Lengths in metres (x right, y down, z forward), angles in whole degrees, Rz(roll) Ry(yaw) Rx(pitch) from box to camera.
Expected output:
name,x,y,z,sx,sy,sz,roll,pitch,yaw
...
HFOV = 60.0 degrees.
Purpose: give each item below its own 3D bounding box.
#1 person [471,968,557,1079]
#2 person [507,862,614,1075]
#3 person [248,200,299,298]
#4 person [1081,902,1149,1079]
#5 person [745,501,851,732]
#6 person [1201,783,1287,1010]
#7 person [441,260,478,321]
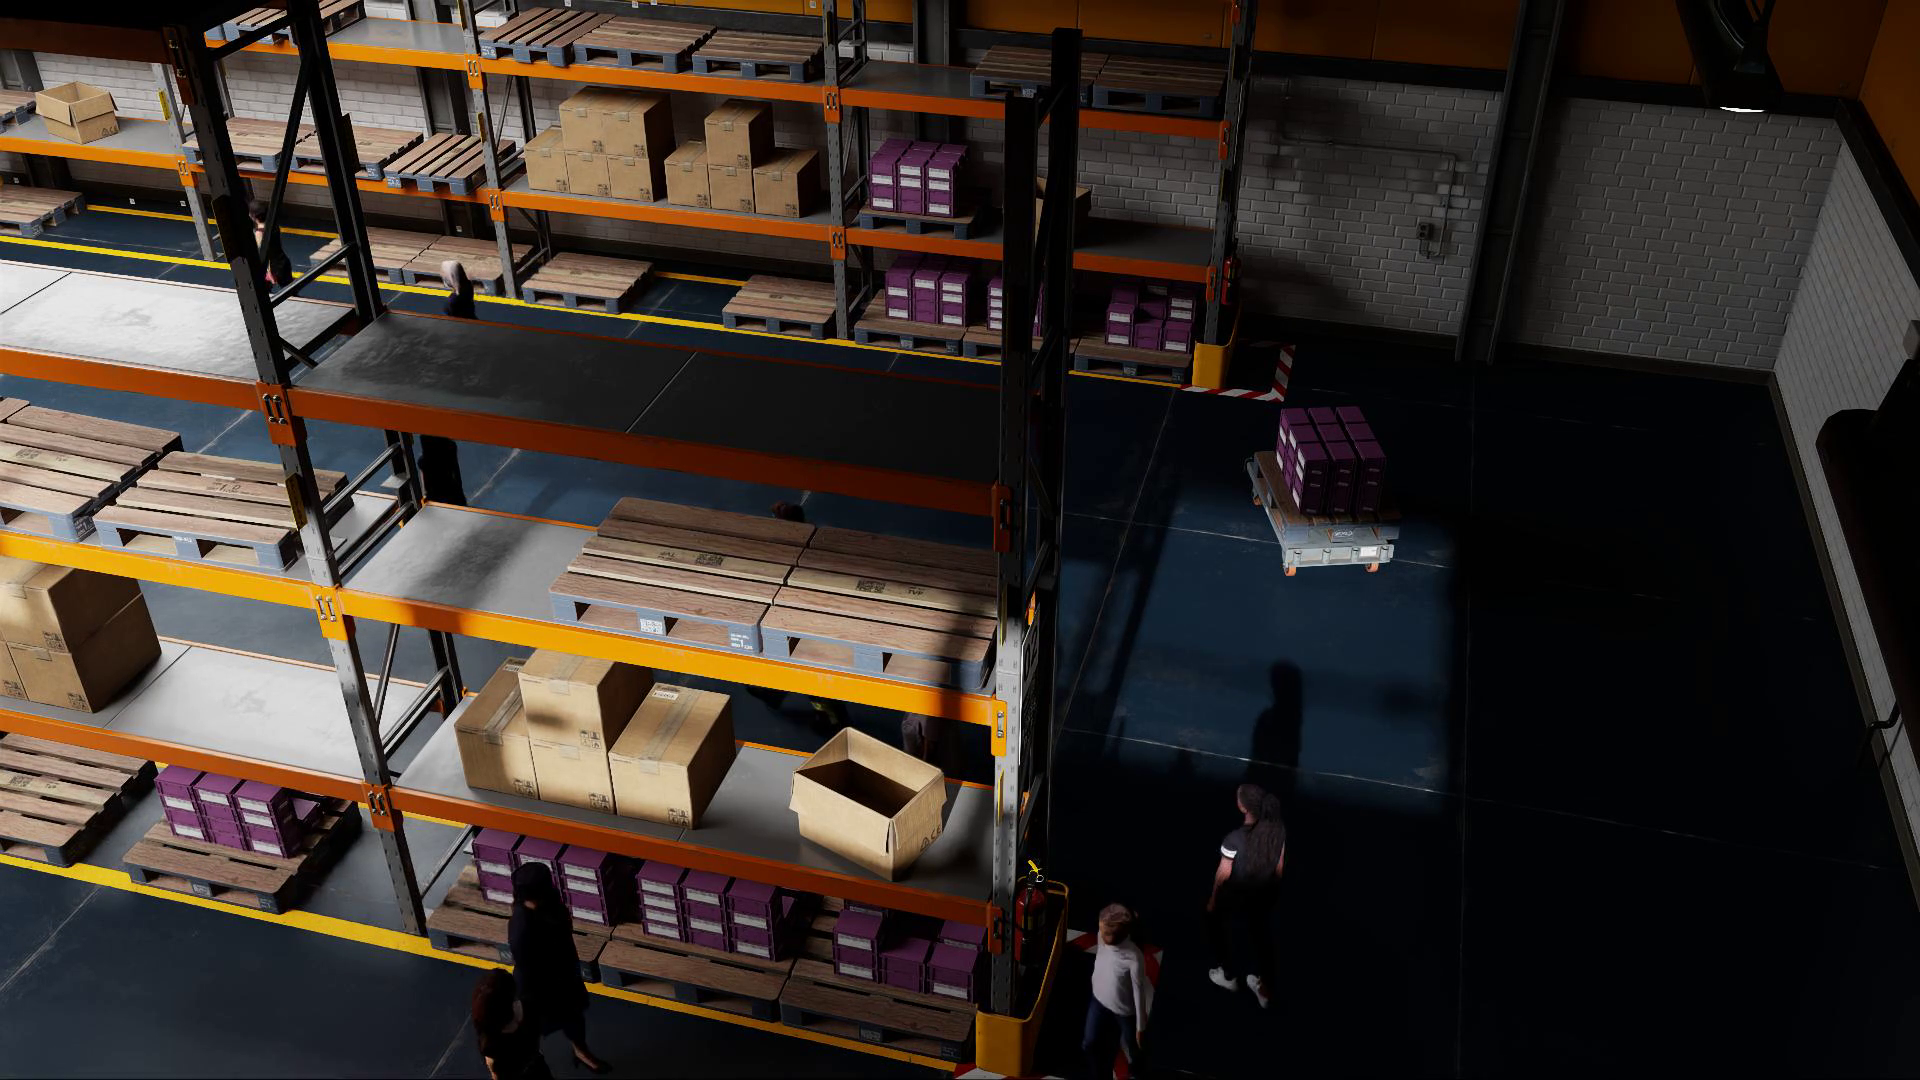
name,x,y,z,sx,sy,sz,roll,pitch,yaw
person,-2.213,2.993,8.833,1.144,1.755,0.735,15,36,21
person,-2.465,2.521,9.633,0.996,1.655,0.748,5,34,8
person,-7.311,-2.917,17.925,0.731,1.533,0.568,12,36,18
person,0.962,2.616,9.600,0.832,1.533,0.887,26,41,33
person,-1.086,0.620,12.236,1.107,1.939,0.785,7,34,11
person,1.765,2.205,10.054,0.816,1.715,0.876,-13,36,-18
person,-4.740,-1.937,16.264,0.777,1.739,0.669,4,34,6
